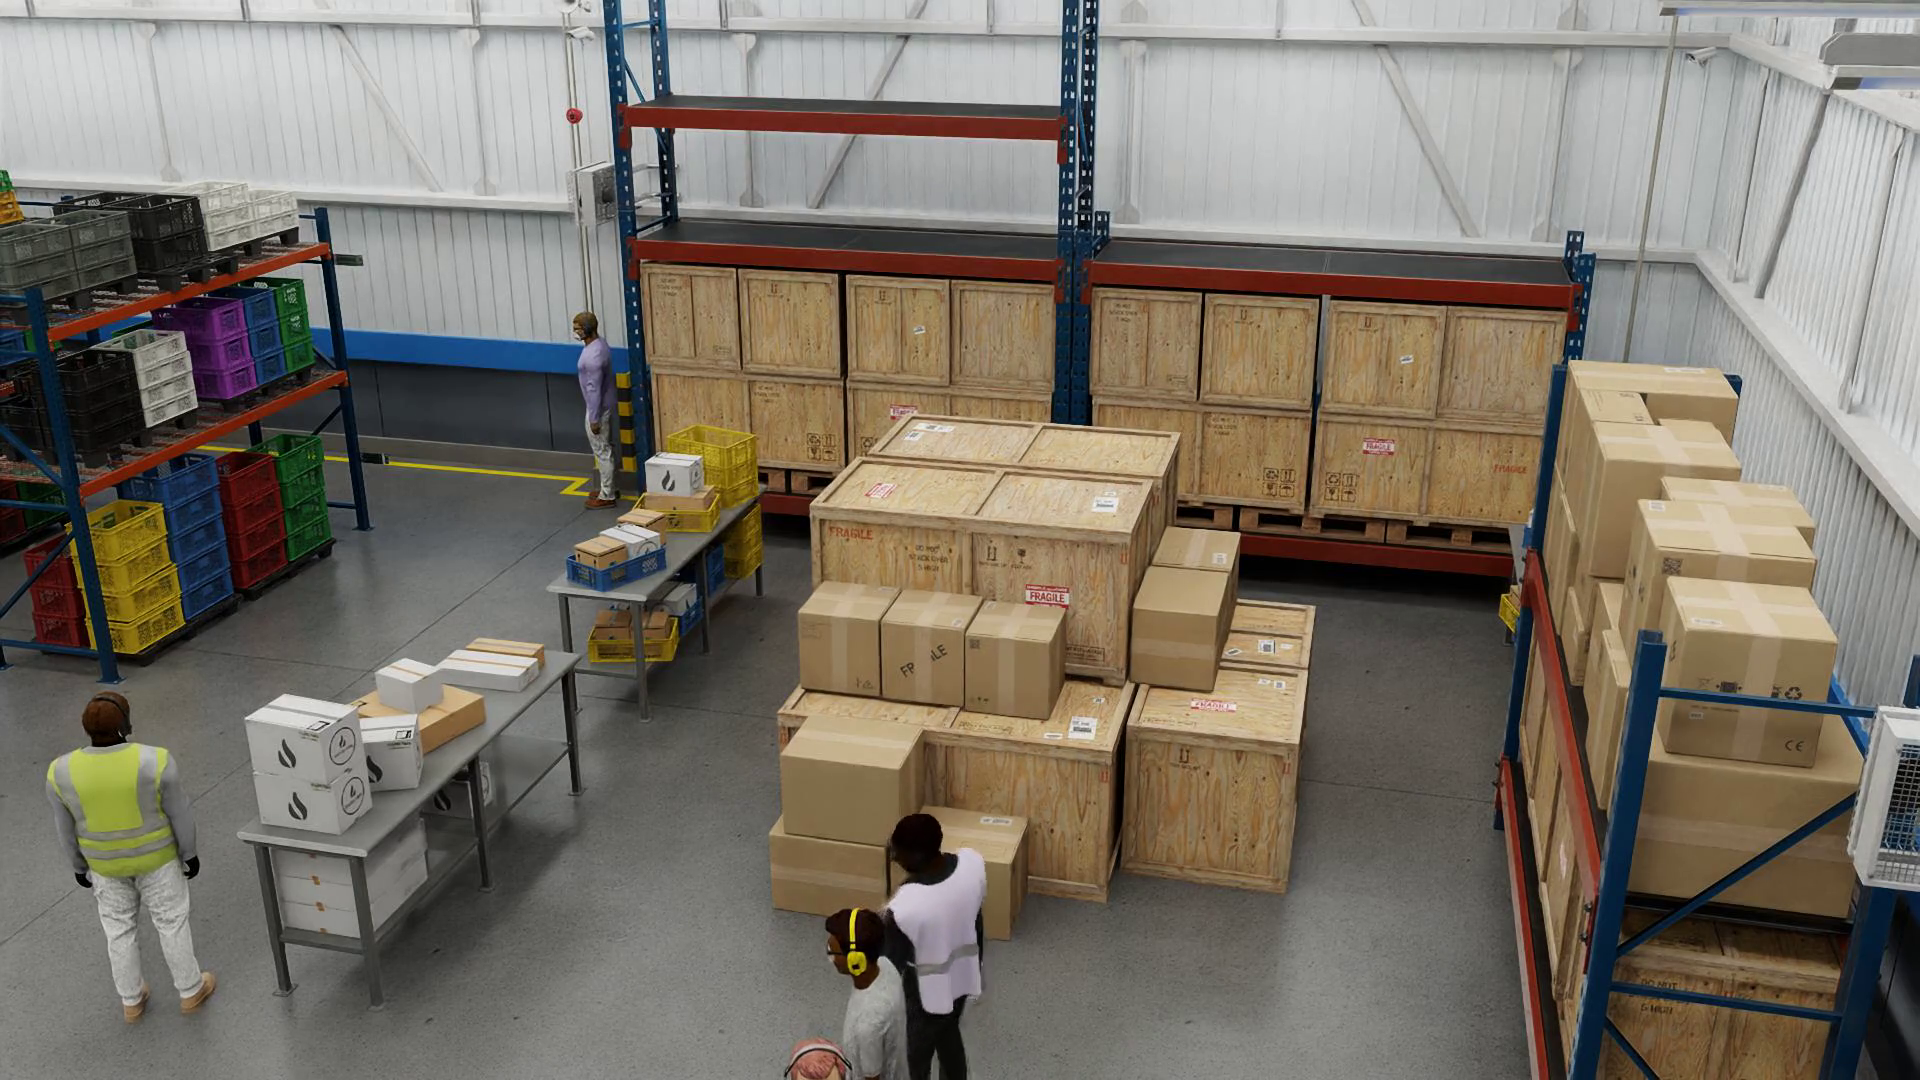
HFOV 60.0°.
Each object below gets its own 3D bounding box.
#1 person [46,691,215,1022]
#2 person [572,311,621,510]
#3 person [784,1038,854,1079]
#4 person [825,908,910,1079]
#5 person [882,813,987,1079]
[{"bbox_3d":[-4.248,1.627,8.566,0.633,1.842,0.429,-5,21,-12],"label":"person"},{"bbox_3d":[-3.483,-1.253,15.983,0.374,1.933,0.625,-2,21,-5],"label":"person"},{"bbox_3d":[-0.481,2.594,5.948,0.651,1.906,0.403,-6,22,-15],"label":"person"},{"bbox_3d":[-0.369,2.317,6.752,0.338,1.856,0.524,1,21,1],"label":"person"},{"bbox_3d":[-0.122,2.015,7.534,0.606,1.867,0.633,19,28,40],"label":"person"}]
